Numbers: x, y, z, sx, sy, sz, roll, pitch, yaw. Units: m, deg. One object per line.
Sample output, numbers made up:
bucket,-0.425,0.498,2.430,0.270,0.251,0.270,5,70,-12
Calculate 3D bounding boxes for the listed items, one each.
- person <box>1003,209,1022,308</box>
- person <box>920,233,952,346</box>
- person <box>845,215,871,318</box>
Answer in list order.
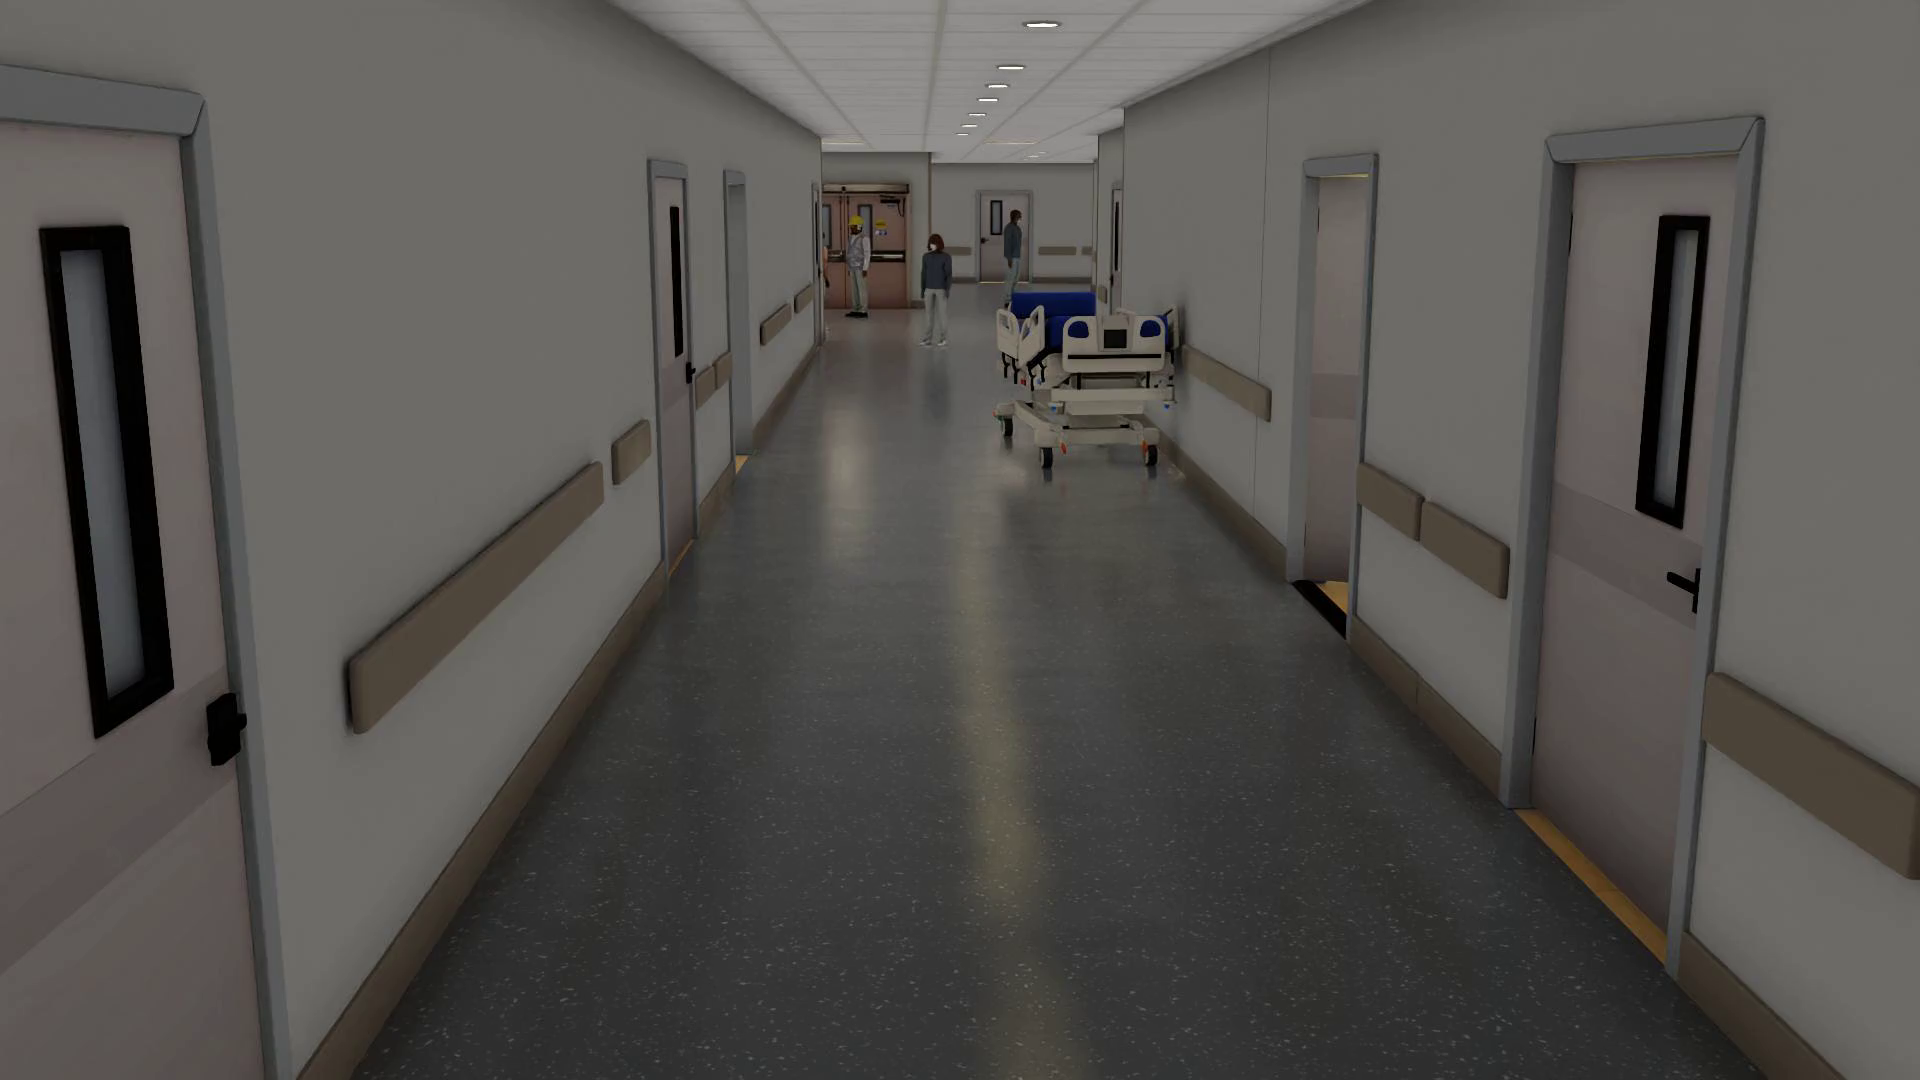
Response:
person,1.052,-5.533,32.737,0.379,1.932,0.630,5,13,22
person,-0.352,-3.637,24.216,0.507,1.632,0.266,6,13,27
person,-1.854,-4.918,29.969,0.404,1.831,0.601,-8,14,-34
